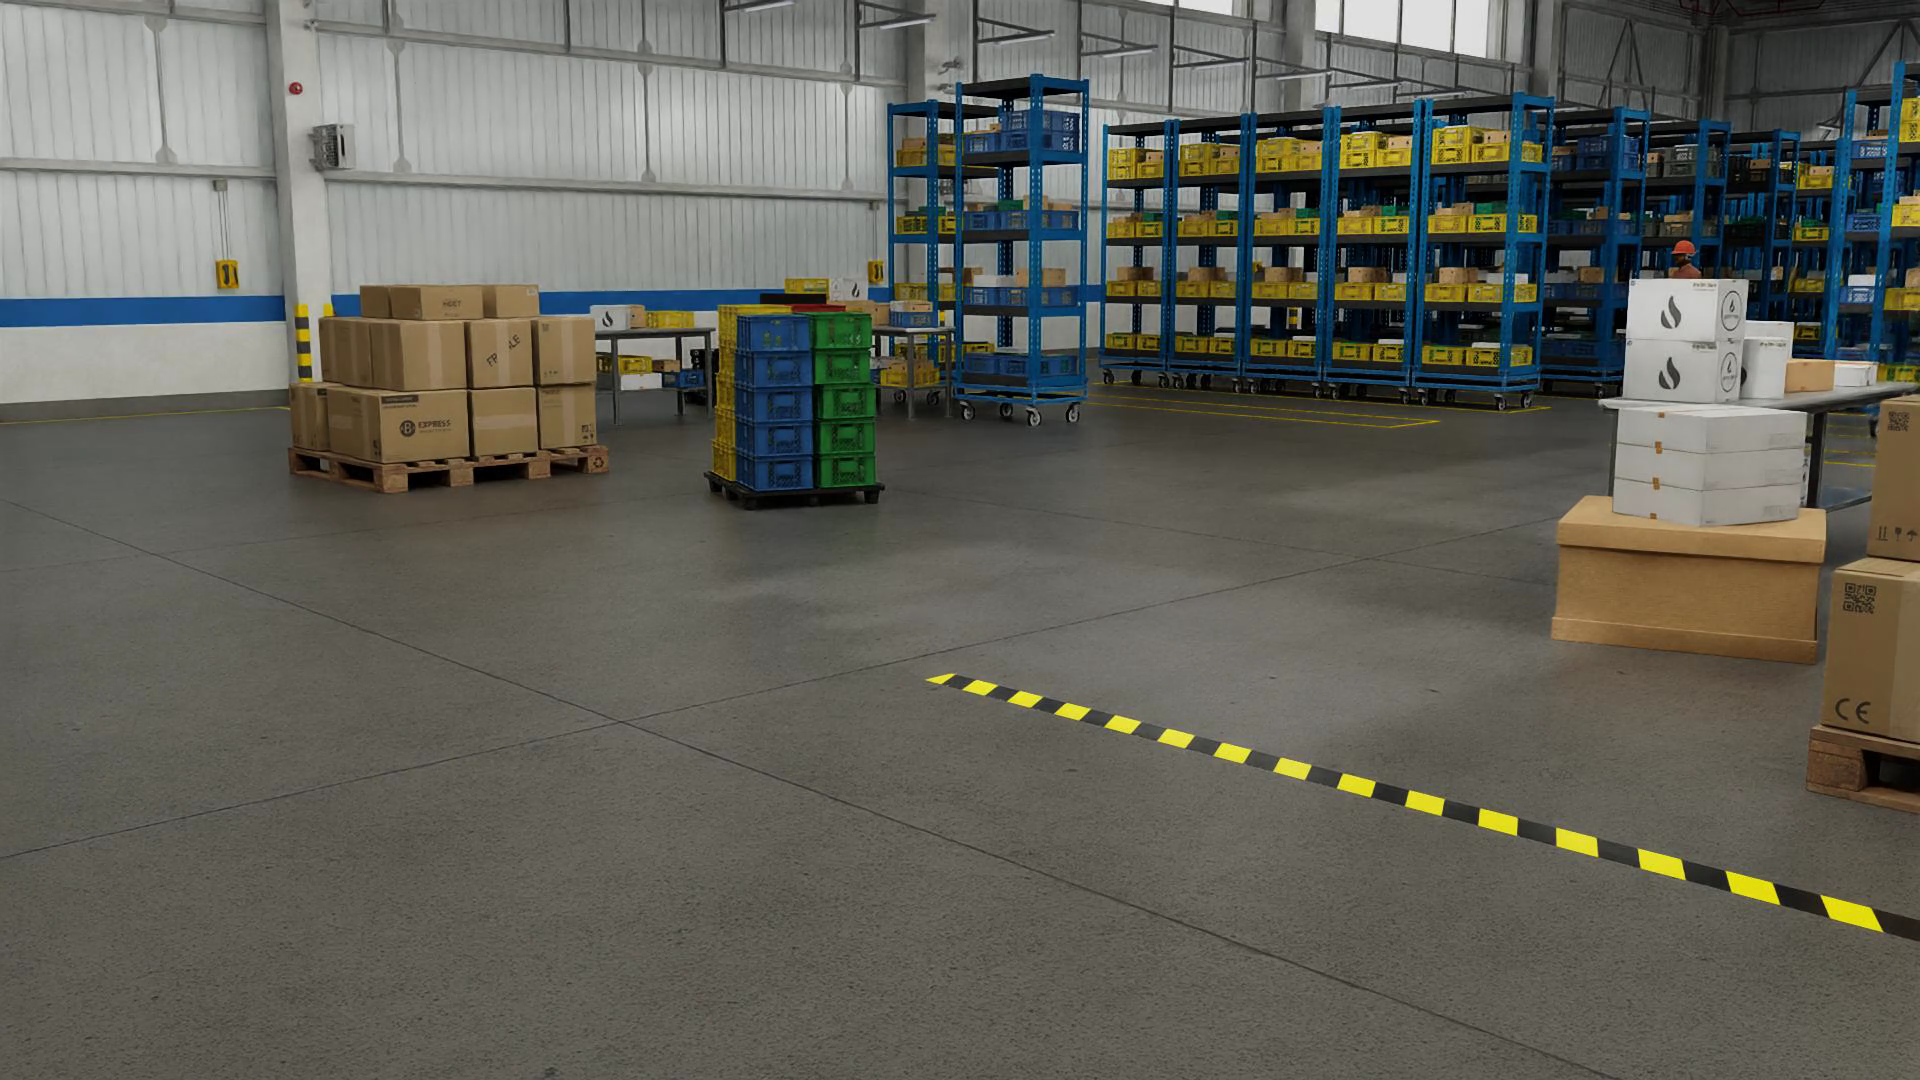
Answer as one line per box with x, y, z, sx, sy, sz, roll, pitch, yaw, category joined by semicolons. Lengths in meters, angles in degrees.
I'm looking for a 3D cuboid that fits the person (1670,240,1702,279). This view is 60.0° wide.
9.465;-2.924;21.849;0.381;1.993;0.622;-1;10;-9;person
